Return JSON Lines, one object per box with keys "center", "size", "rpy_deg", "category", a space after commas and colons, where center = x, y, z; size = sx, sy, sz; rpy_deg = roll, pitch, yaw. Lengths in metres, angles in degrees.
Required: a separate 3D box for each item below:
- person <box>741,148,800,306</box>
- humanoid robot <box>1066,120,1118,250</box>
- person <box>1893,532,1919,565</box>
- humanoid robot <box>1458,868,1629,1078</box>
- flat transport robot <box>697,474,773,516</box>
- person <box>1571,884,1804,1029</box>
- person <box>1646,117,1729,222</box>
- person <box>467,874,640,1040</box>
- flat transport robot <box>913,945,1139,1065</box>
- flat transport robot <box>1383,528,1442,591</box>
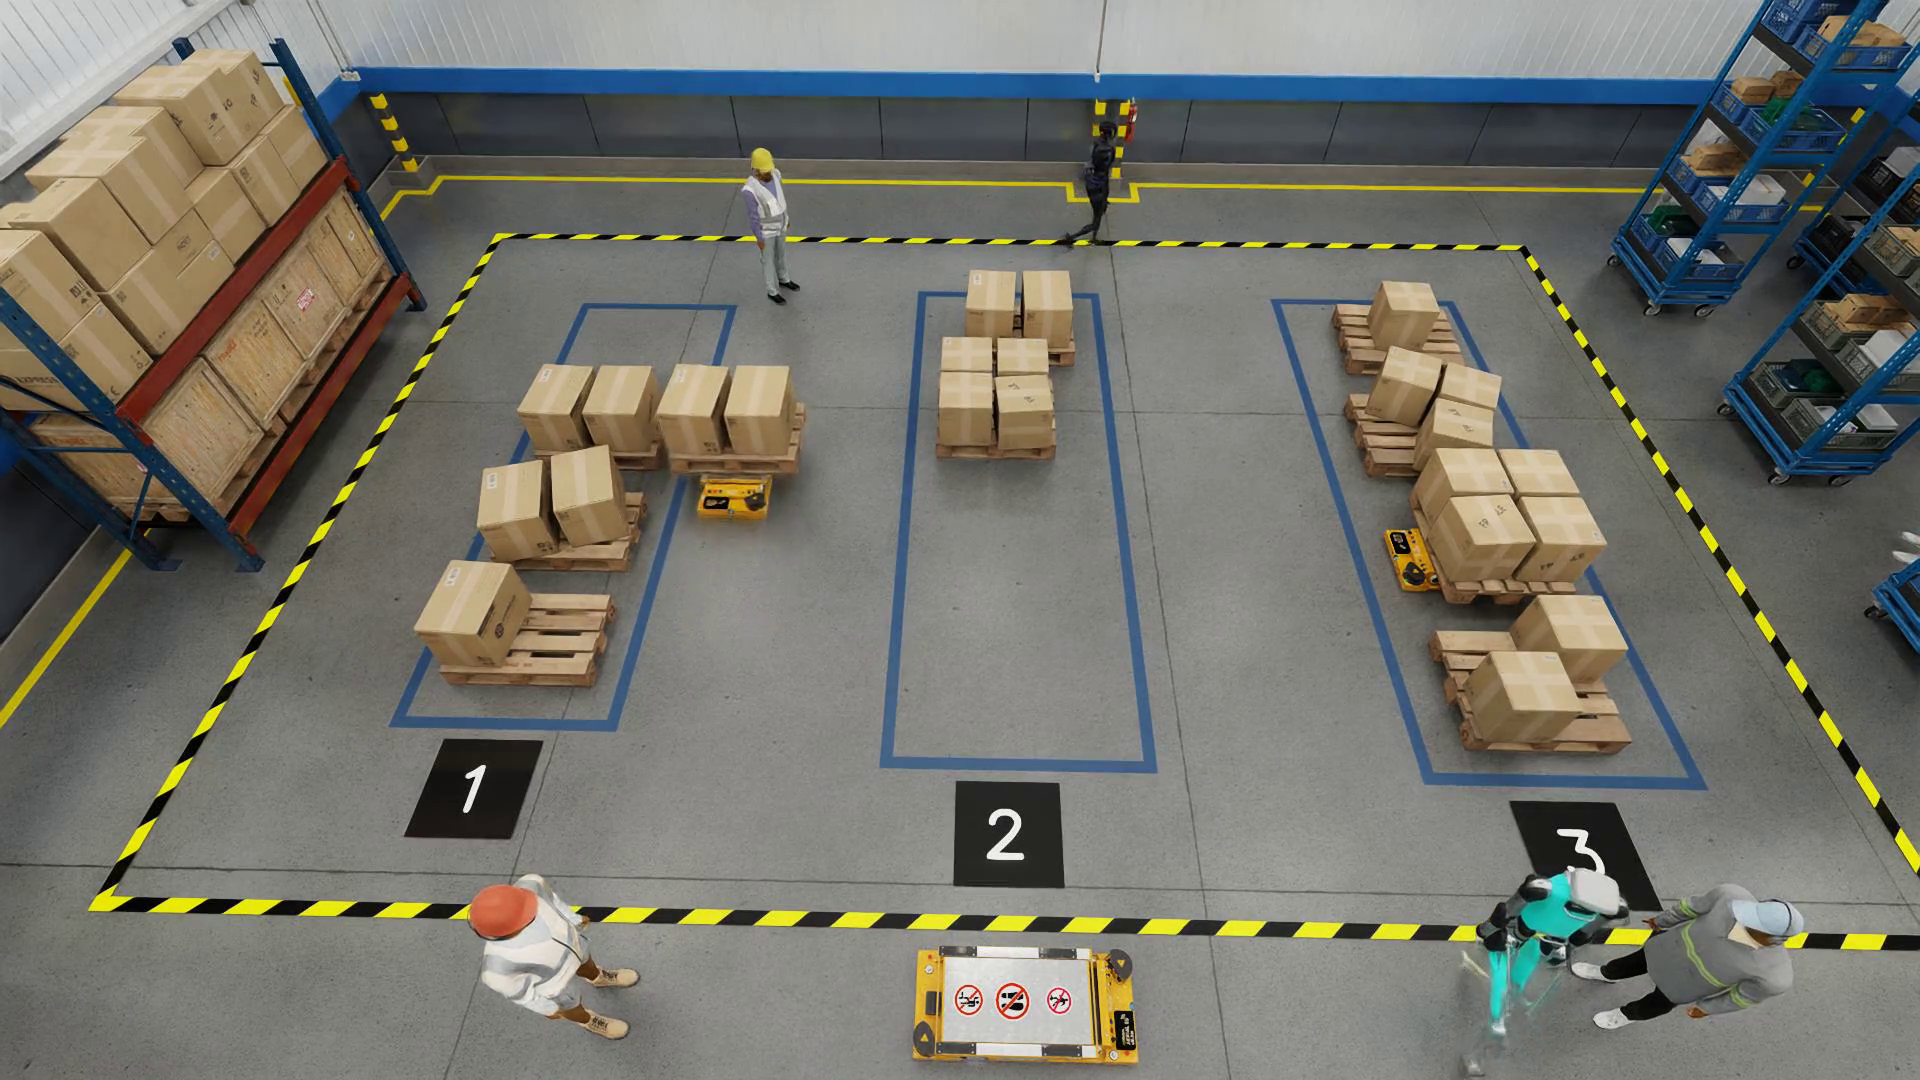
{"center": [-2.127, -3.555, 10.378], "size": [0.404, 1.827, 0.589], "rpy_deg": [23, 55, 18], "category": "person"}
{"center": [1.590, -4.273, 11.070], "size": [0.555, 1.641, 0.606], "rpy_deg": [-7, 51, -6], "category": "humanoid robot"}
{"center": [8.894, -0.440, 7.781], "size": [0.589, 1.916, 0.387], "rpy_deg": [-34, 58, -24], "category": "person"}
{"center": [3.362, 2.654, 5.410], "size": [0.530, 1.783, 1.015], "rpy_deg": [10, 52, 8], "category": "humanoid robot"}
{"center": [-2.168, -0.843, 9.155], "size": [0.652, 0.197, 1.431], "rpy_deg": [1, 51, 1], "category": "flat transport robot"}
{"center": [4.293, 2.498, 5.428], "size": [0.392, 1.849, 0.596], "rpy_deg": [-1, 51, -1], "category": "person"}
{"center": [8.839, -4.513, 11.128], "size": [0.328, 1.876, 0.511], "rpy_deg": [0, 51, 0], "category": "person"}
{"center": [-2.340, 2.446, 5.346], "size": [0.366, 2.048, 0.606], "rpy_deg": [0, 51, 0], "category": "person"}
{"center": [0.422, 3.041, 6.007], "size": [1.431, 0.231, 0.659], "rpy_deg": [1, 51, 1], "category": "flat transport robot"}
{"center": [4.689, 0.155, 8.342], "size": [1.431, 0.197, 0.652], "rpy_deg": [1, 51, 1], "category": "flat transport robot"}
